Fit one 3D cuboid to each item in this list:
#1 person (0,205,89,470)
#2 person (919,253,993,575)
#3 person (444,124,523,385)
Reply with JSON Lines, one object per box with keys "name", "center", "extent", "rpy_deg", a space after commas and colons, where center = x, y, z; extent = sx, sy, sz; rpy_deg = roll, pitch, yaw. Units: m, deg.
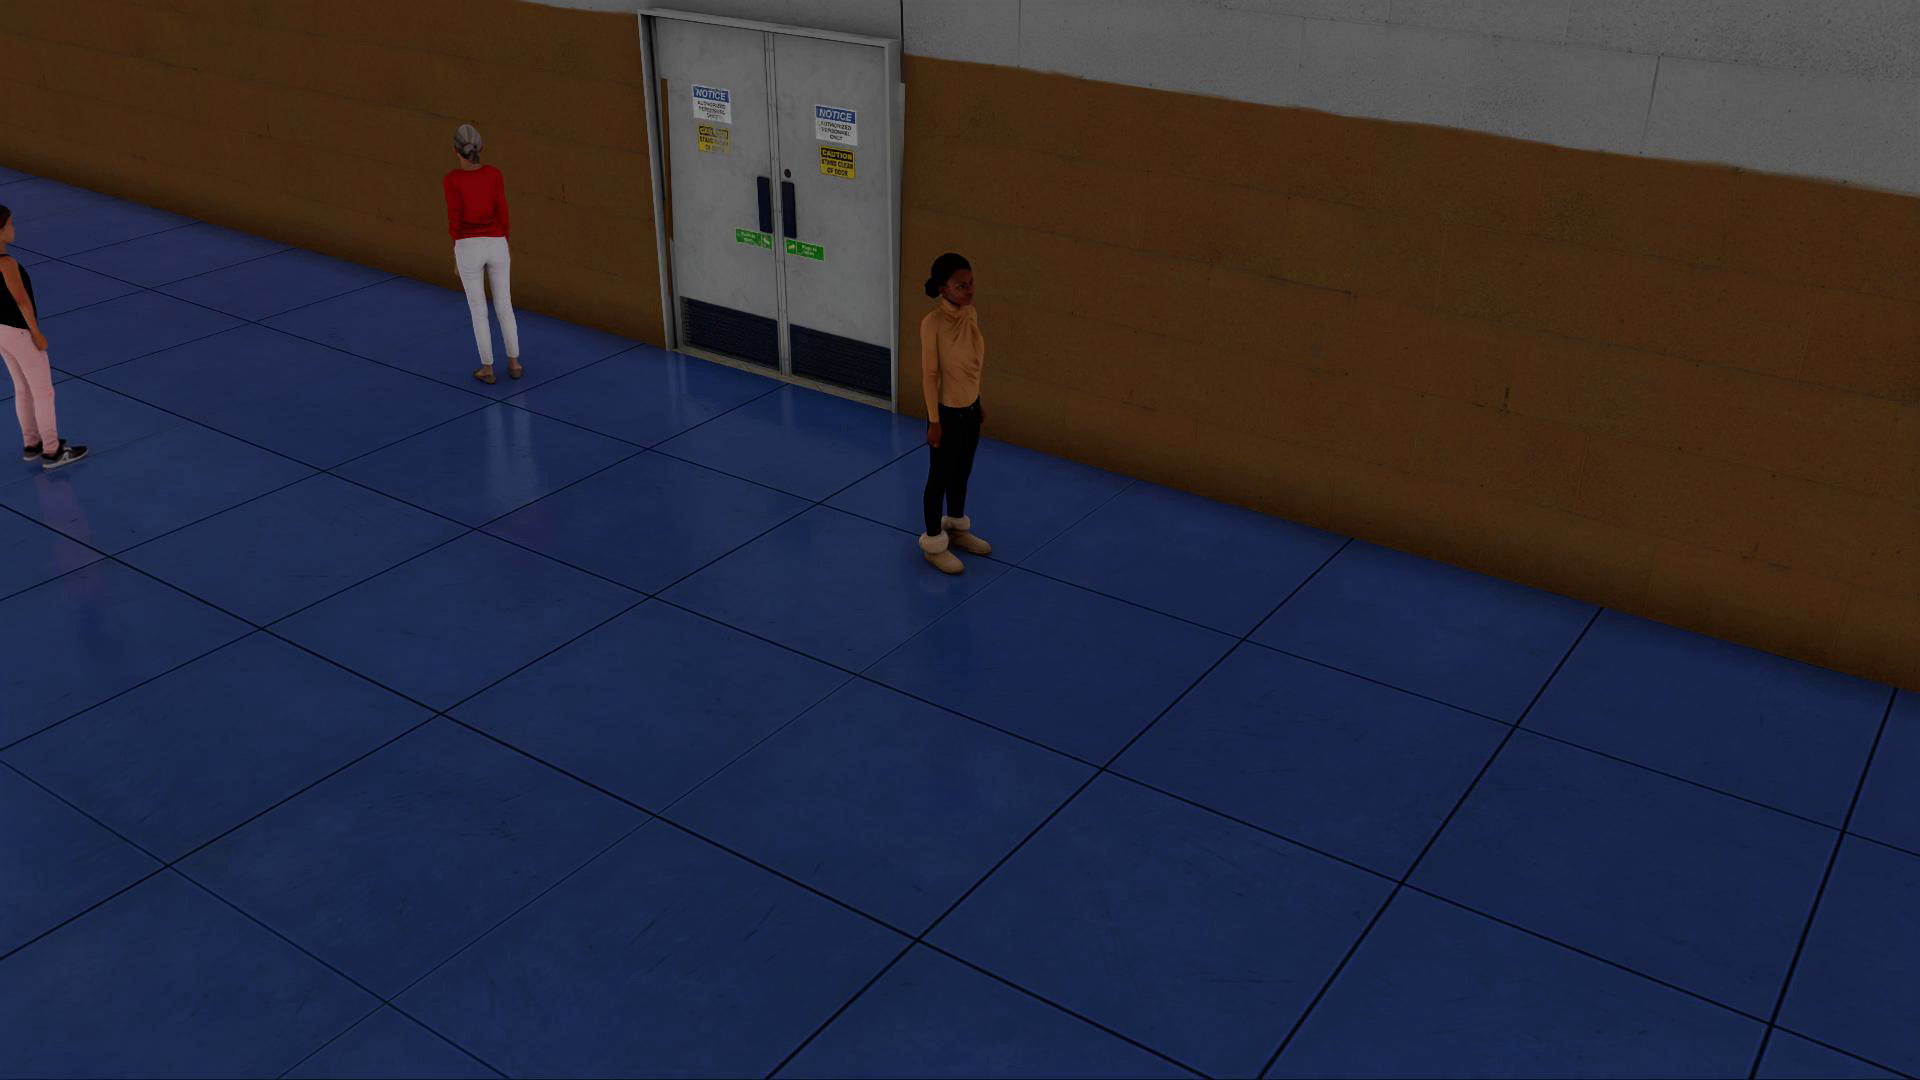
{"name": "person", "center": [-5.438, -1.174, 9.597], "extent": [0.526, 1.561, 0.512], "rpy_deg": [16, 31, 29]}
{"name": "person", "center": [-0.038, -0.660, 8.474], "extent": [0.649, 1.660, 0.479], "rpy_deg": [18, 32, 31]}
{"name": "person", "center": [-3.093, -1.847, 10.778], "extent": [0.598, 1.694, 0.696], "rpy_deg": [-15, 31, -27]}
